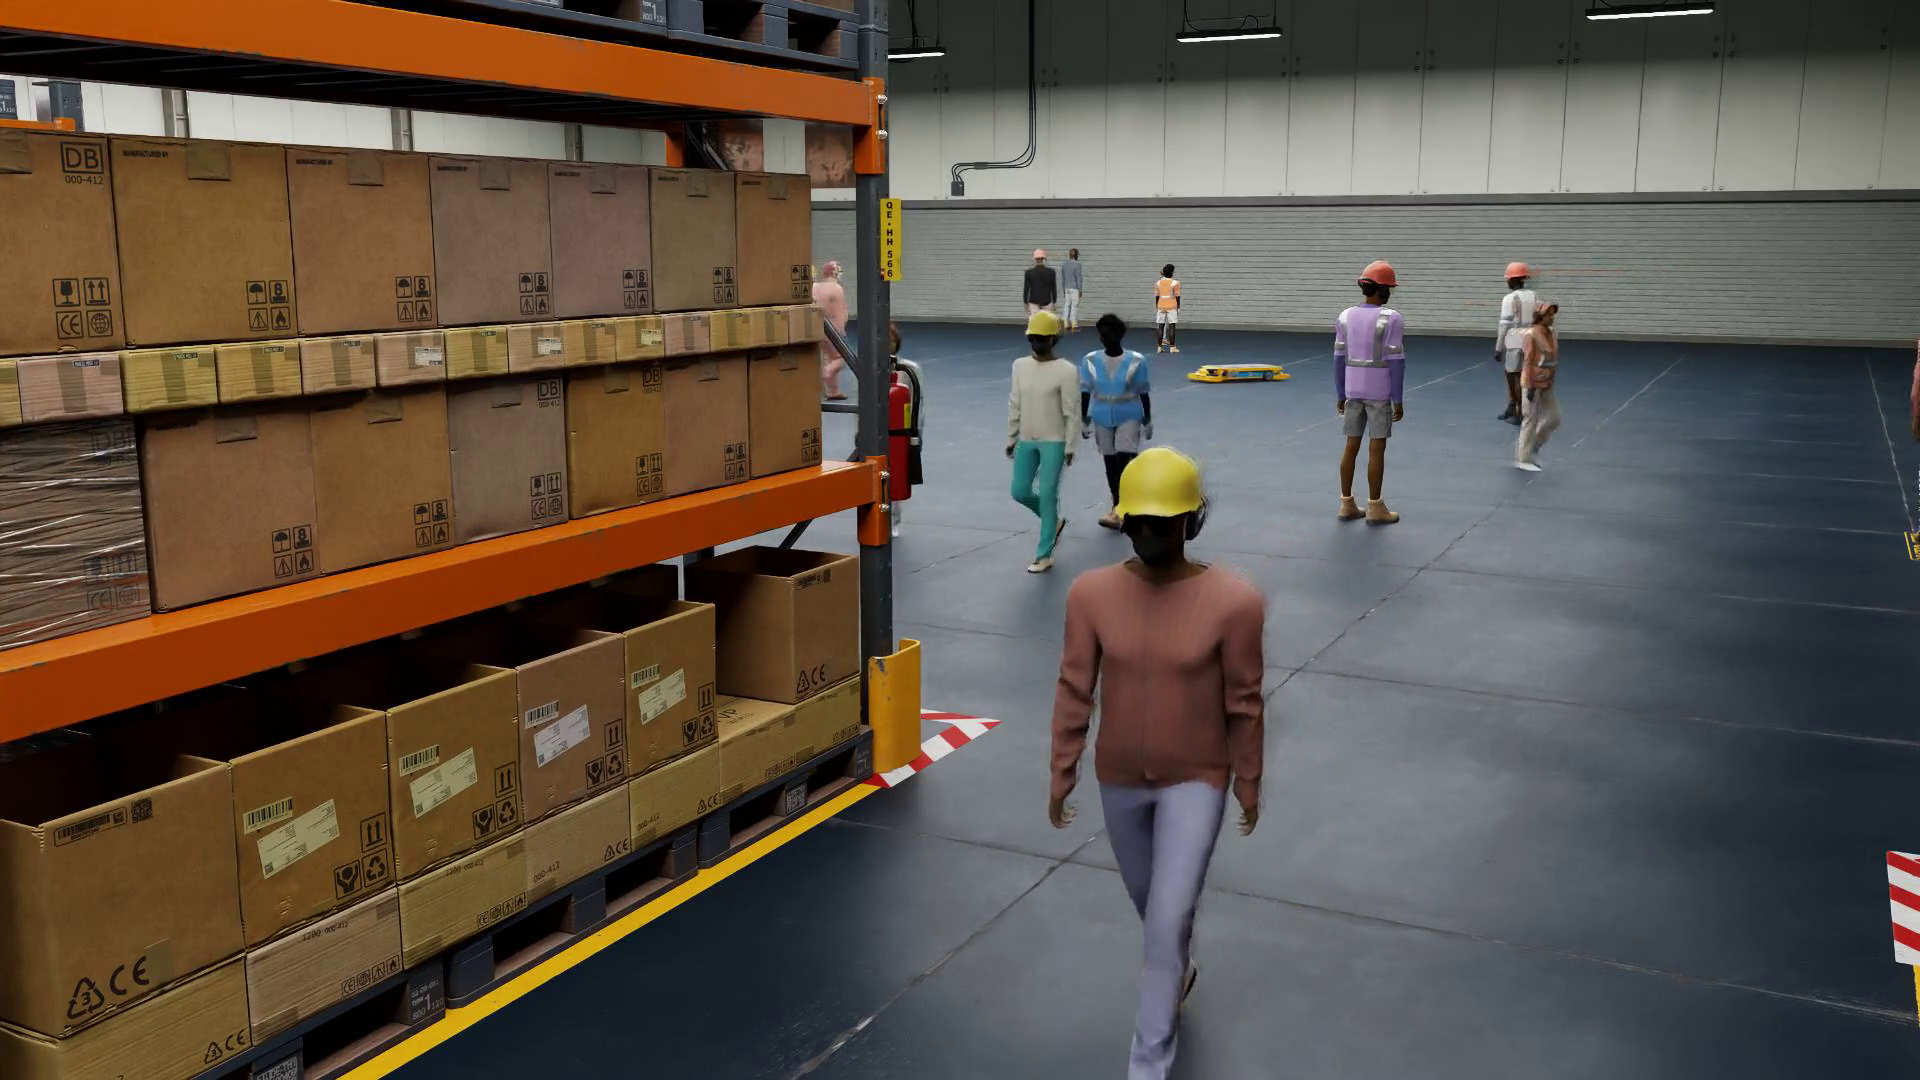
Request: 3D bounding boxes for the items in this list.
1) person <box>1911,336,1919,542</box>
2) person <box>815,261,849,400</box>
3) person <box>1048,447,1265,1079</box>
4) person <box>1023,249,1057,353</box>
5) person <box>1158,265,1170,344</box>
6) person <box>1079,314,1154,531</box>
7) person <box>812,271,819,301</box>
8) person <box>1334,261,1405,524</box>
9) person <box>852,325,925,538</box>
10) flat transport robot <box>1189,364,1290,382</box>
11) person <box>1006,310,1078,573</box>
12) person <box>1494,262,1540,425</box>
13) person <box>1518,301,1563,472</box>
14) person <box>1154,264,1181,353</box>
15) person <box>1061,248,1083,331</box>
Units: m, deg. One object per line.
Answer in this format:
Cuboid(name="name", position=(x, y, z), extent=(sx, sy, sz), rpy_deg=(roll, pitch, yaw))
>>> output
Cuboid(name="person", position=(7.133, -0.904, 11.854), extent=(0.636, 1.980, 0.434), rpy_deg=(6, 12, 29))
Cuboid(name="person", position=(-1.746, -2.817, 22.503), extent=(0.486, 1.892, 0.666), rpy_deg=(-5, 12, -28))
Cuboid(name="person", position=(0.531, 0.594, 4.375), extent=(0.537, 1.723, 0.894), rpy_deg=(5, 11, 24))
Cuboid(name="person", position=(1.515, -4.544, 31.678), extent=(0.647, 1.979, 0.439), rpy_deg=(-1, 10, -3))
Cuboid(name="person", position=(4.248, -4.848, 34.290), extent=(0.279, 1.633, 0.498), rpy_deg=(-1, 10, -6))
Cuboid(name="person", position=(1.210, -0.917, 12.809), extent=(0.567, 1.642, 0.897), rpy_deg=(4, 11, 21))
Cuboid(name="person", position=(-2.266, -3.214, 24.893), extent=(0.633, 1.810, 0.472), rpy_deg=(6, 12, 31))
Cuboid(name="person", position=(3.220, -1.150, 13.008), extent=(0.391, 2.040, 0.615), rpy_deg=(-9, 13, -39))
Cuboid(name="person", position=(-0.515, -0.757, 12.066), extent=(0.526, 1.590, 0.869), rpy_deg=(0, 10, -3))
Cuboid(name="flat transport robot", position=(4.324, -2.595, 25.725), extent=(1.431, 0.197, 0.652), rpy_deg=(-4, 11, -22))
Cuboid(name="person", position=(0.581, -0.676, 11.202), extent=(0.543, 1.750, 0.521), rpy_deg=(8, 13, 37))
Cuboid(name="person", position=(6.569, -2.332, 19.787), extent=(0.566, 1.914, 0.671), rpy_deg=(-7, 12, -33))
Cuboid(name="person", position=(5.506, -1.450, 15.785), extent=(0.538, 1.623, 0.375), rpy_deg=(-9, 13, -39))
Cuboid(name="person", position=(3.965, -4.404, 31.701), extent=(0.538, 1.696, 0.317), rpy_deg=(6, 12, 32))
Cuboid(name="person", position=(2.642, -5.861, 38.982), extent=(0.356, 1.938, 0.638), rpy_deg=(-8, 13, -37))
